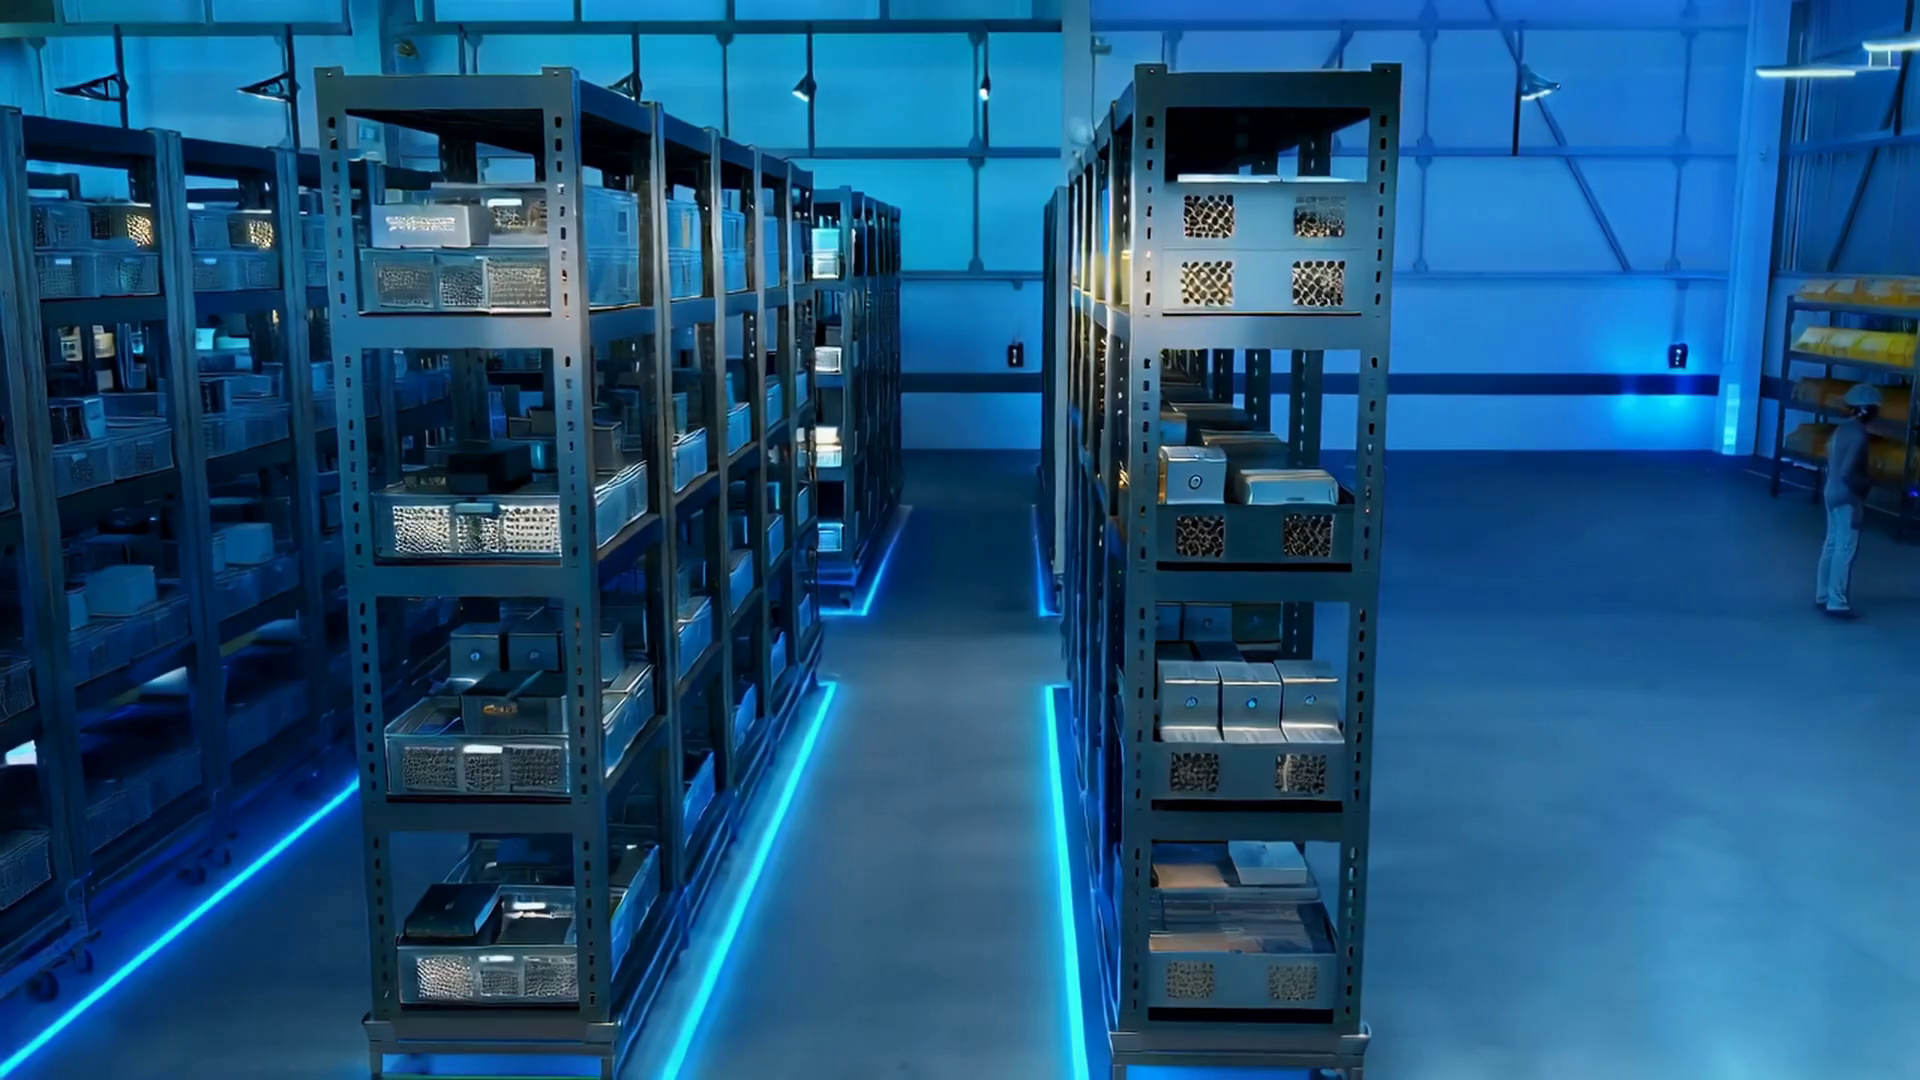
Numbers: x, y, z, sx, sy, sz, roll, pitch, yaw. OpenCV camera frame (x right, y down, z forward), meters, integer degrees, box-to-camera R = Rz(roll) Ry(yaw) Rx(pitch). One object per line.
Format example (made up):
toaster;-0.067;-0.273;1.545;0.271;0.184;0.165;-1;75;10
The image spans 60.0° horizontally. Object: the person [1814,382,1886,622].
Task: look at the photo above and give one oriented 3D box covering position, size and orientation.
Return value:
person;7.442;-0.322;13.896;0.396;1.993;0.617;2;10;11
